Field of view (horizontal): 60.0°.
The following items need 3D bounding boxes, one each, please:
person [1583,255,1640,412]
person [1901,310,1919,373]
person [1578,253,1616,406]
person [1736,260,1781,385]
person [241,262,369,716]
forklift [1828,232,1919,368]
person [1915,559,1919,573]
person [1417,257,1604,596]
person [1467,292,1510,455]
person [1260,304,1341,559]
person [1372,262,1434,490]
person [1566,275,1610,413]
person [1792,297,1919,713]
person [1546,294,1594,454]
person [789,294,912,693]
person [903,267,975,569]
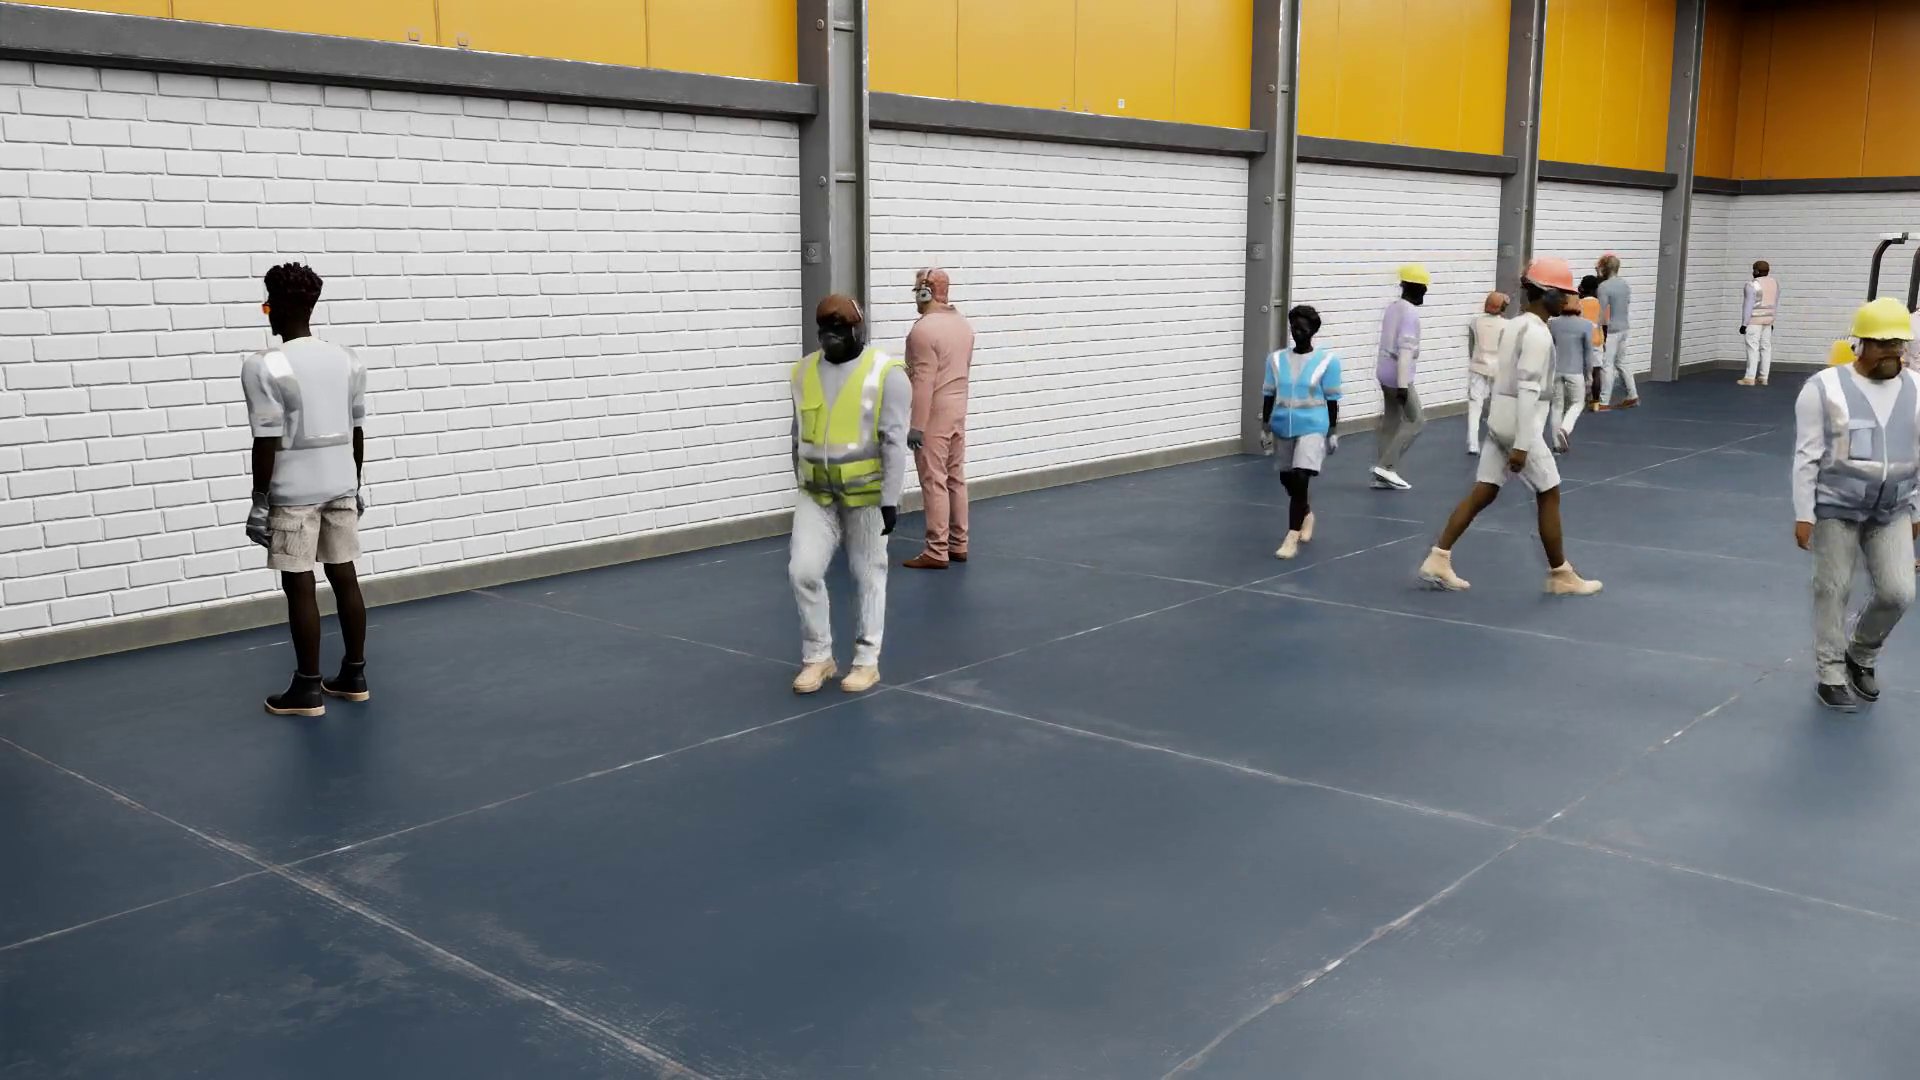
[{"bbox_3d":[8.075,-2.542,20.581,0.795,1.942,0.480,-9,13,-40],"label":"person"},{"bbox_3d":[7.048,-0.993,11.917,0.635,1.879,0.682,-9,13,-42],"label":"person"},{"bbox_3d":[7.983,-2.603,20.860,0.652,1.954,0.472,7,12,36],"label":"person"},{"bbox_3d":[11.818,-3.212,24.662,0.623,1.844,0.430,-4,11,-21],"label":"person"},{"bbox_3d":[-2.846,-0.218,7.255,0.366,1.966,0.607,5,11,27],"label":"person"},{"bbox_3d":[9.955,-1.972,16.595,2.313,2.155,1.214,1,10,8],"label":"forklift"},{"bbox_3d":[6.420,-0.715,10.302,0.884,1.900,0.642,0,10,1],"label":"person"},{"bbox_3d":[3.207,-0.647,9.695,1.051,1.988,0.622,0,10,2],"label":"person"},{"bbox_3d":[5.254,-1.650,16.464,0.511,1.588,0.860,7,12,35],"label":"person"},{"bbox_3d":[2.285,-0.746,11.102,0.532,1.668,0.792,7,12,34],"label":"person"},{"bbox_3d":[3.683,-1.345,13.826,0.430,1.908,0.627,0,10,1],"label":"person"},{"bbox_3d":[7.732,-2.413,20.523,0.540,1.695,0.317,0,10,0],"label":"person"},{"bbox_3d":[3.924,-0.144,7.250,0.608,1.815,0.422,1,10,5],"label":"person"},{"bbox_3d":[5.905,-1.625,16.244,0.512,1.619,0.429,7,12,33],"label":"person"},{"bbox_3d":[-0.532,-0.187,7.509,0.629,1.822,0.567,4,11,20],"label":"person"},{"bbox_3d":[-0.165,-0.769,10.573,0.403,1.904,0.651,5,11,27],"label":"person"}]
